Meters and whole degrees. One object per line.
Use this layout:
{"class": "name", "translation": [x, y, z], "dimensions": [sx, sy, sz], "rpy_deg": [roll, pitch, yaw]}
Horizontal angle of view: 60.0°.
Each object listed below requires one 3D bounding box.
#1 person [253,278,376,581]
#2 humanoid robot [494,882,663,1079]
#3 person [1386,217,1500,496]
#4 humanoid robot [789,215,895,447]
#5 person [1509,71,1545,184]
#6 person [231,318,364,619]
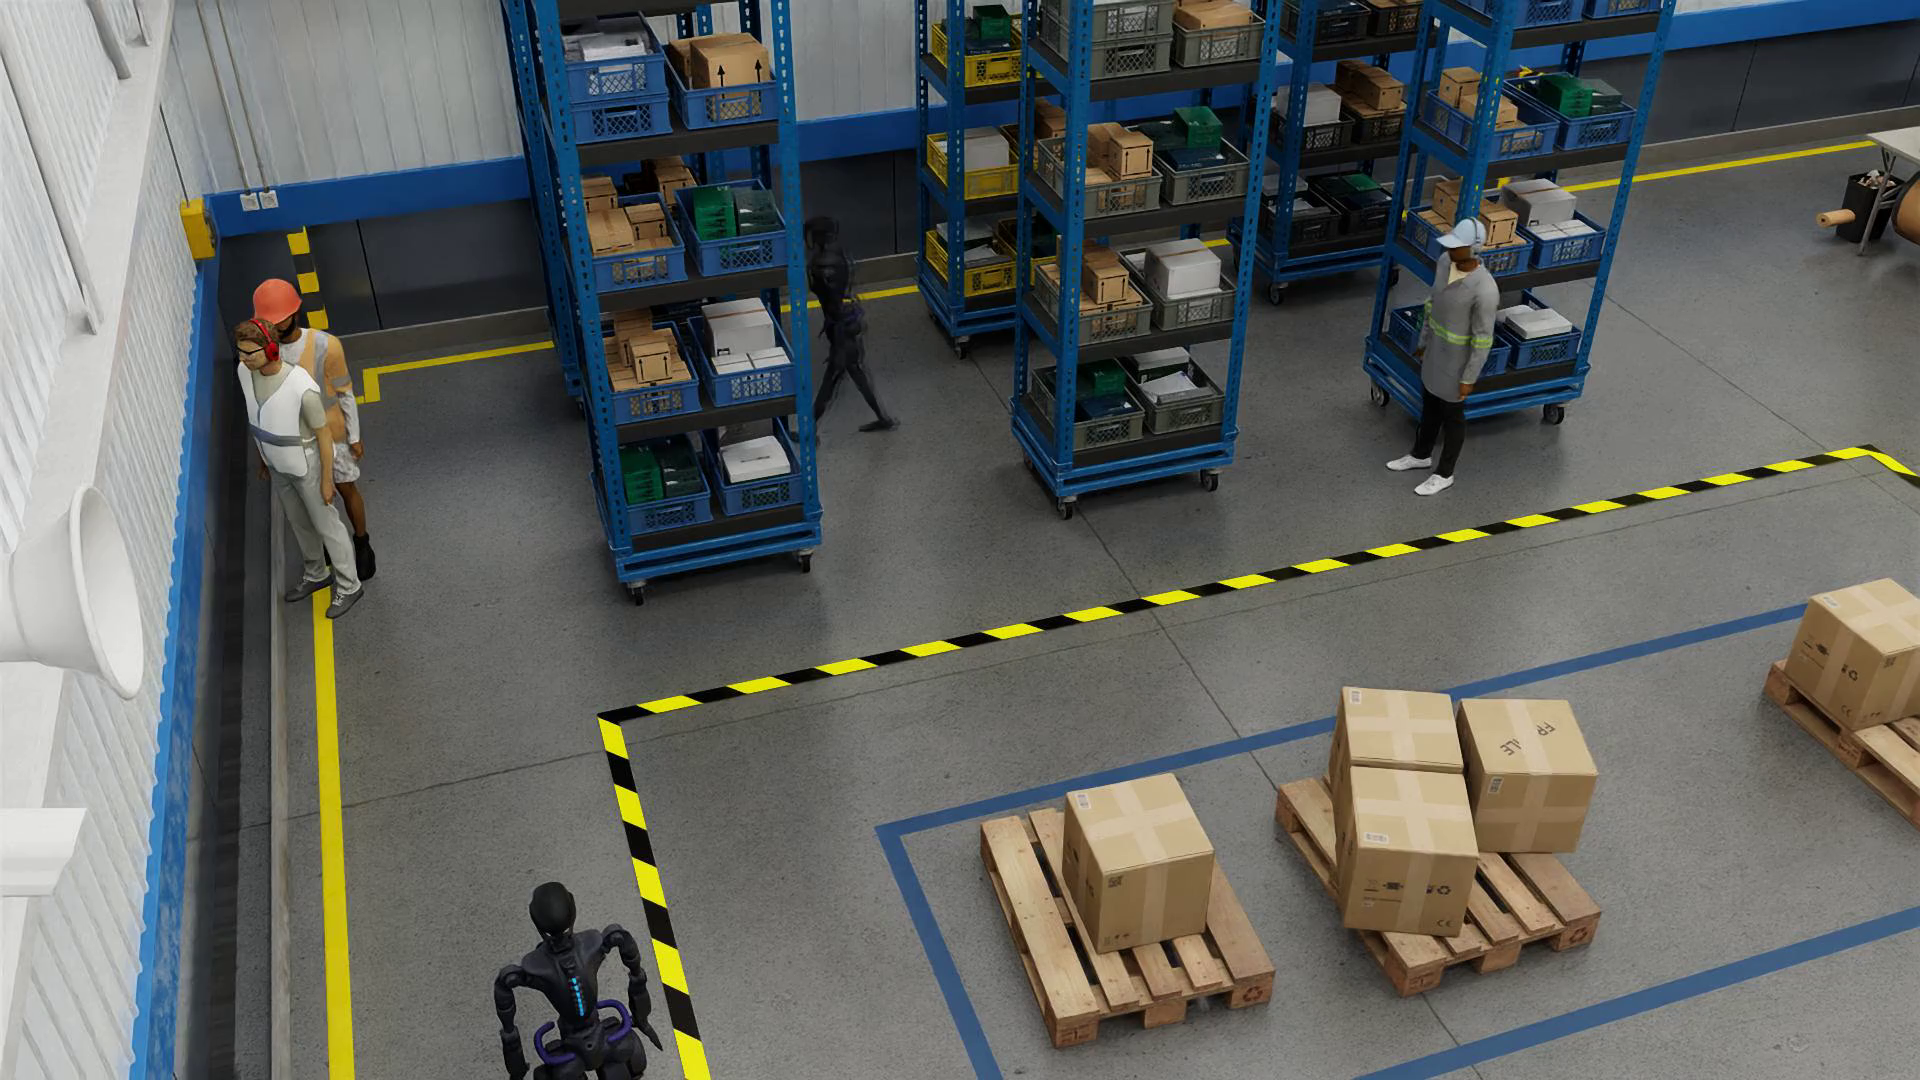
{"class": "person", "translation": [-3.690, -0.606, 9.466], "dimensions": [0.543, 1.939, 0.368], "rpy_deg": [-2, 35, -3]}
{"class": "humanoid robot", "translation": [-1.394, 1.892, 6.137], "dimensions": [0.599, 1.657, 0.315], "rpy_deg": [-18, 39, -23]}
{"class": "person", "translation": [3.006, -1.134, 10.289], "dimensions": [0.391, 1.853, 0.587], "rpy_deg": [-10, 36, -14]}
{"class": "humanoid robot", "translation": [-0.816, -1.355, 10.797], "dimensions": [0.818, 1.613, 0.616], "rpy_deg": [-7, 36, -10]}
{"class": "person", "translation": [4.124, -2.531, 12.261], "dimensions": [0.336, 1.864, 0.517], "rpy_deg": [5, 36, 8]}
{"class": "person", "translation": [-3.690, -0.415, 9.274], "dimensions": [0.568, 1.844, 0.379], "rpy_deg": [18, 39, 24]}
